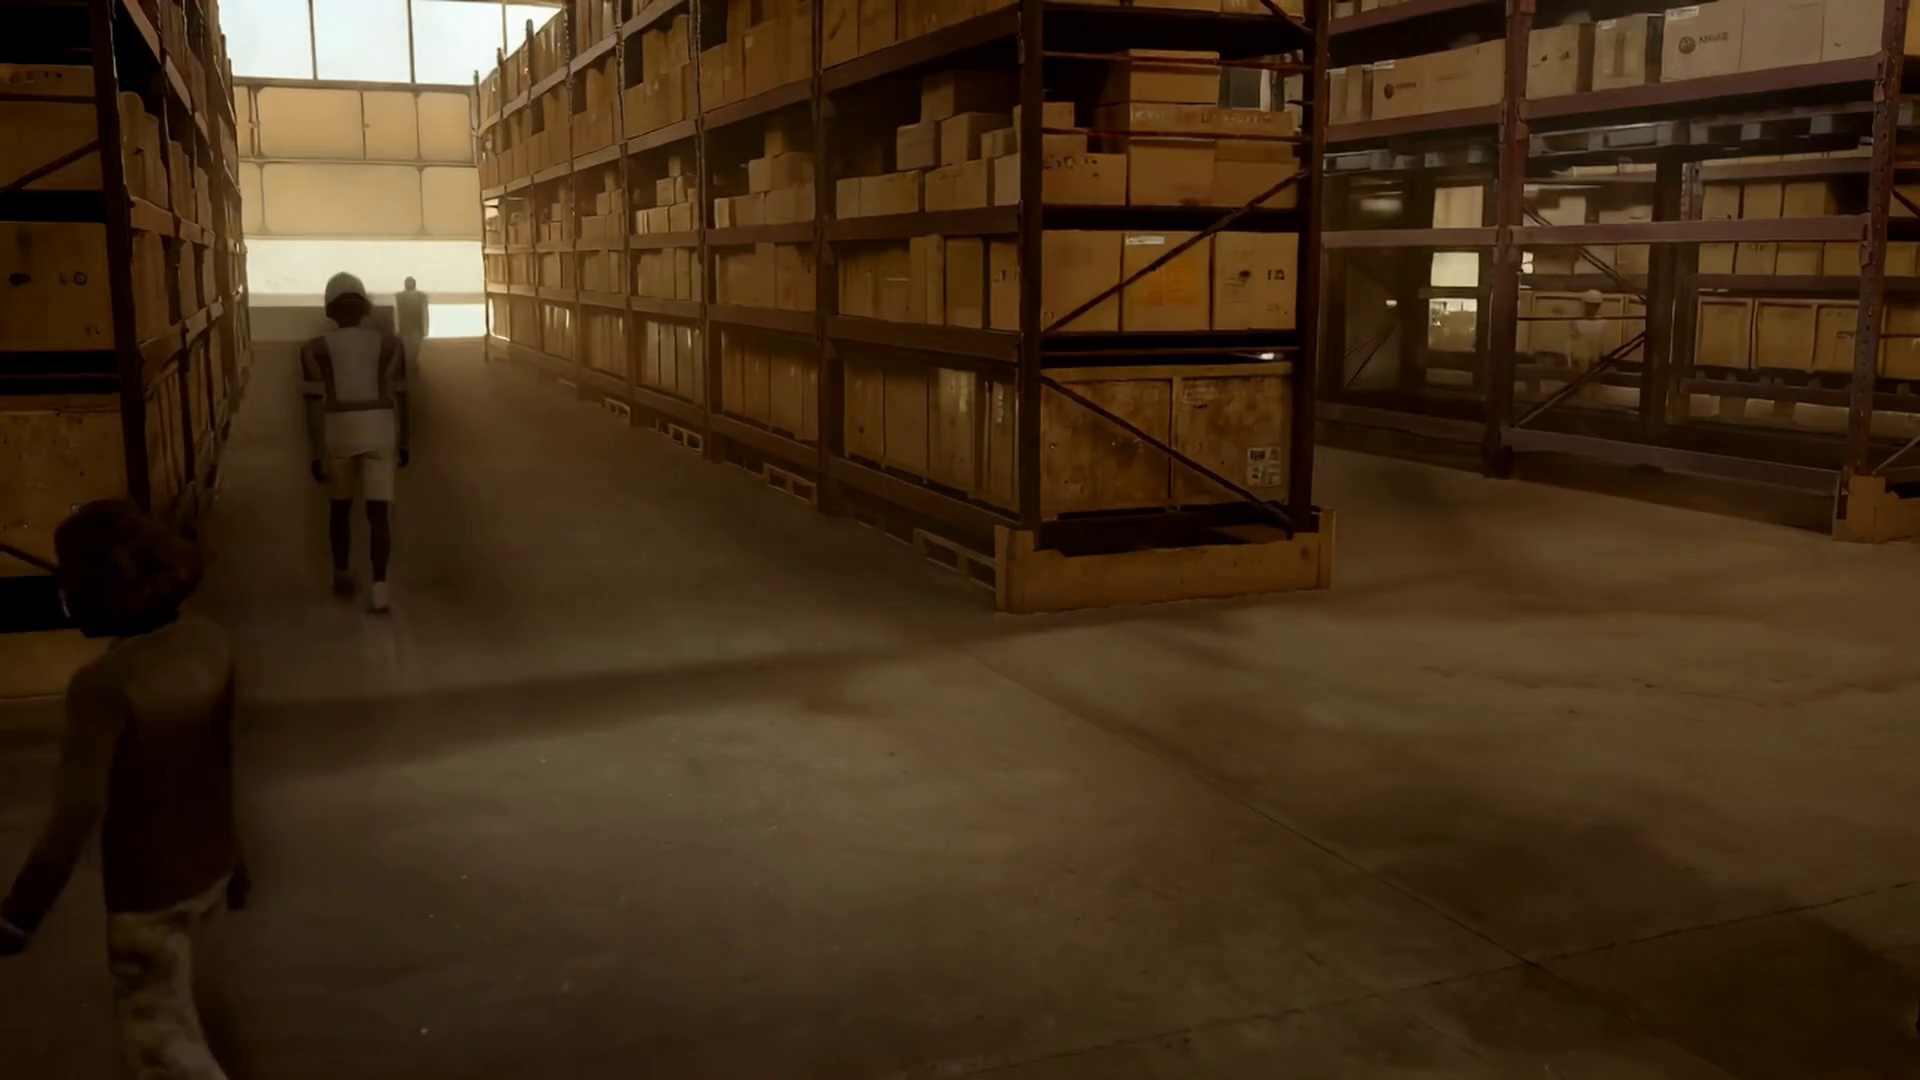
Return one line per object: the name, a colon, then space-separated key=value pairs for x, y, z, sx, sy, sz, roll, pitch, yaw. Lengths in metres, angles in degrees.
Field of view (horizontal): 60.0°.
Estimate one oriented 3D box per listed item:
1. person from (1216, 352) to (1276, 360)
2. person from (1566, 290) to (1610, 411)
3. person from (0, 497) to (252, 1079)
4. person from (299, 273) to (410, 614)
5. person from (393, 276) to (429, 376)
person: x=2.400 y=-1.255 z=14.304 sx=0.641 sy=1.905 sz=0.410 roll=-3 pitch=10 yaw=-17
person: x=7.891 y=-2.290 z=21.016 sx=0.532 sy=1.742 sz=0.779 roll=-1 pitch=10 yaw=-6
person: x=-1.611 y=0.712 z=3.385 sx=0.541 sy=1.614 sz=0.517 roll=0 pitch=9 yaw=-1
person: x=-3.642 y=-0.592 z=10.046 sx=0.614 sy=2.004 sz=0.976 roll=-4 pitch=10 yaw=-23
person: x=-10.090 y=-3.941 z=30.643 sx=0.647 sy=1.820 sz=0.648 roll=-2 pitch=10 yaw=-9
